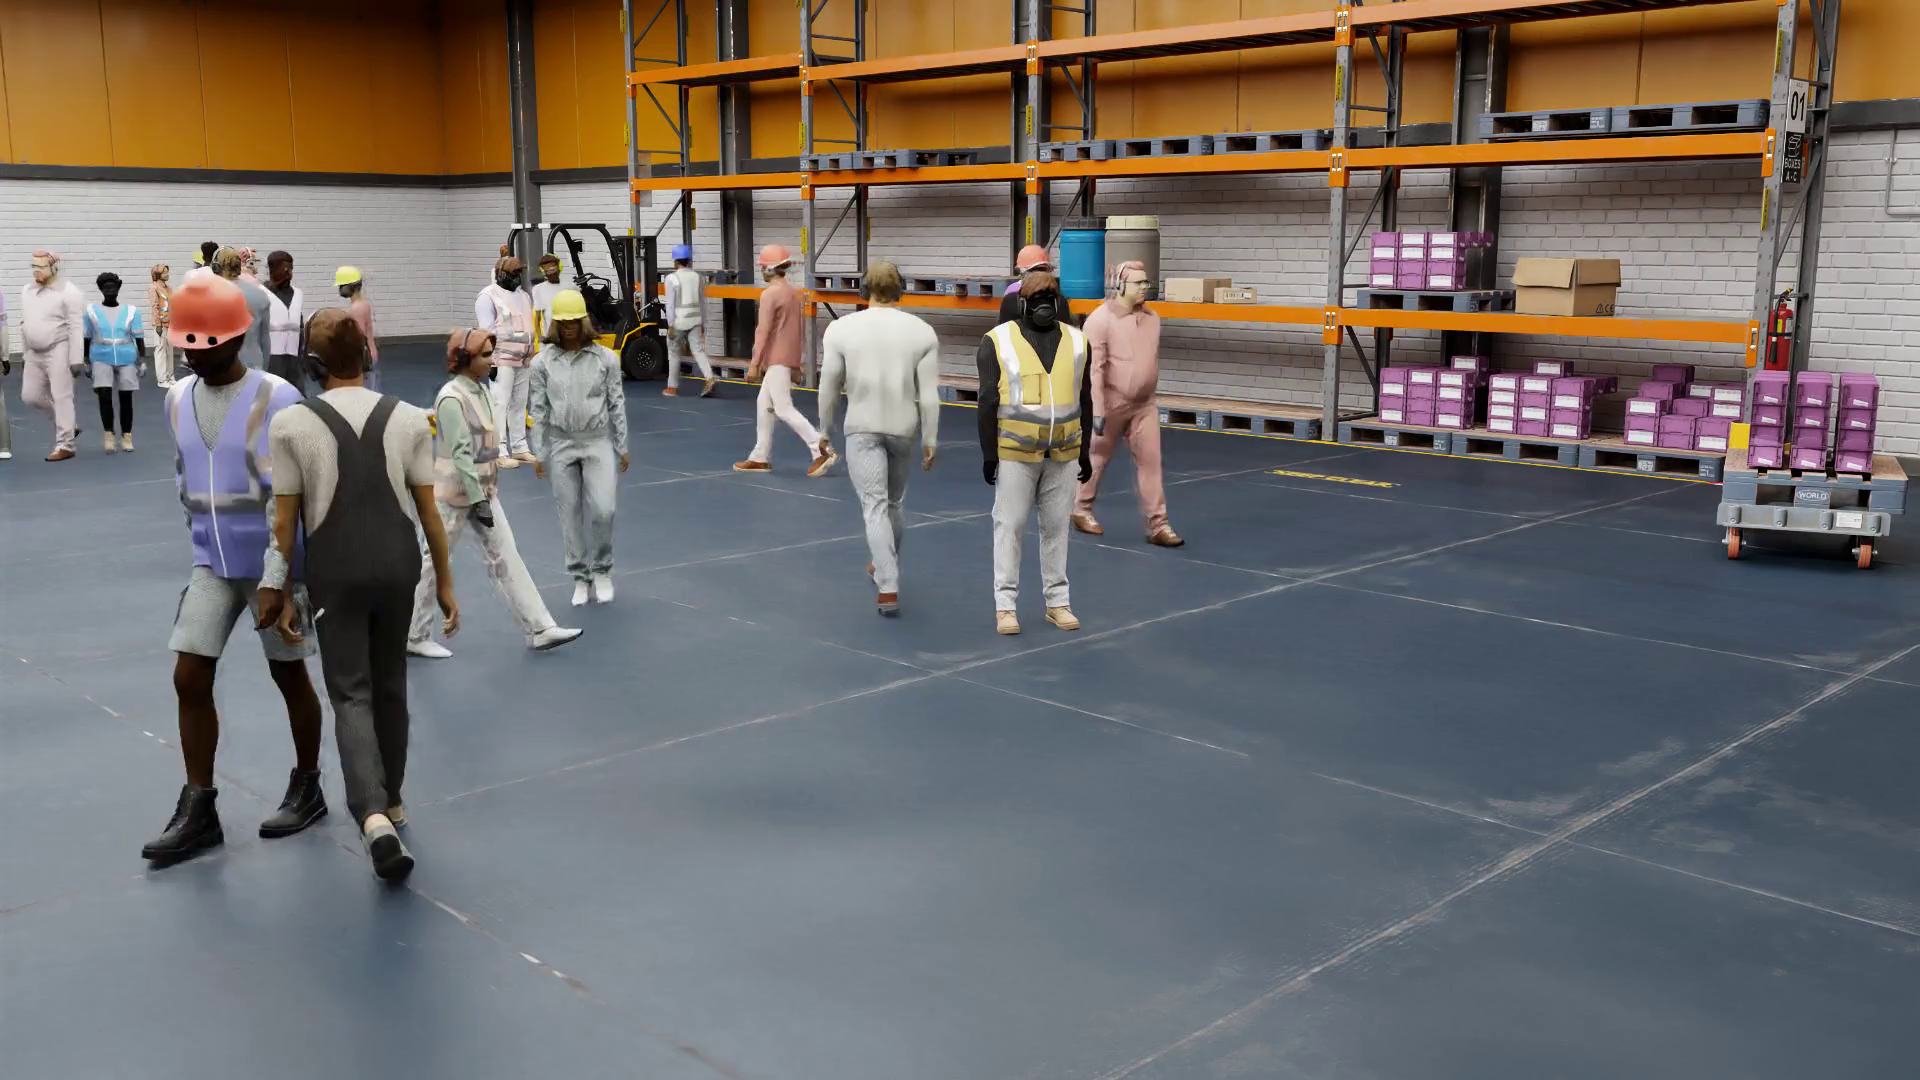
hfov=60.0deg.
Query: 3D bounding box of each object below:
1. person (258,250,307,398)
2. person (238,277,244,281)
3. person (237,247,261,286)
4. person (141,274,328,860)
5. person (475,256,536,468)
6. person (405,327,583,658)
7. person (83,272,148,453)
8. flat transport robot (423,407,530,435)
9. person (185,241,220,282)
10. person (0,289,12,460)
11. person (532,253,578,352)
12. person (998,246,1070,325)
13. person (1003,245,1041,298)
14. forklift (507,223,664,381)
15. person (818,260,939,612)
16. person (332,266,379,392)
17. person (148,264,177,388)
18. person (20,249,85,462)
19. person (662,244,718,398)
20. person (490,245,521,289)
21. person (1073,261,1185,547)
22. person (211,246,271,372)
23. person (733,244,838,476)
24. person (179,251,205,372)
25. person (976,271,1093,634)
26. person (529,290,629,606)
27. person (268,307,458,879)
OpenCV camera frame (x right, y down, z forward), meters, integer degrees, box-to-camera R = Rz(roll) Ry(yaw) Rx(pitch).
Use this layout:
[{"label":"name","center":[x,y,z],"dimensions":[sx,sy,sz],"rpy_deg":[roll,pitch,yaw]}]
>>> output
[{"label":"person","center":[-6.072,-1.614,14.733],"dimensions":[0.620,1.893,0.610],"rpy_deg":[4,11,23]},{"label":"person","center":[-6.707,-1.641,15.593],"dimensions":[0.312,1.638,0.512],"rpy_deg":[10,14,42]},{"label":"person","center":[-7.568,-2.170,17.774],"dimensions":[0.644,1.900,0.401],"rpy_deg":[9,13,39]},{"label":"person","center":[-2.377,0.102,5.394],"dimensions":[0.545,1.893,0.769],"rpy_deg":[2,11,13]},{"label":"person","center":[-3.938,-1.561,14.606],"dimensions":[0.429,1.842,0.622],"rpy_deg":[4,11,23]},{"label":"person","center":[-2.292,-0.206,7.896],"dimensions":[0.880,1.587,0.533],"rpy_deg":[1,10,6]},{"label":"person","center":[-7.825,-1.635,15.425],"dimensions":[0.549,1.676,0.573],"rpy_deg":[-7,12,-33]},{"label":"flat transport robot","center":[-5.111,-1.264,17.264],"dimensions":[1.431,0.197,0.652],"rpy_deg":[-10,14,-44]},{"label":"person","center":[-9.346,-2.758,20.838],"dimensions":[0.631,1.942,0.575],"rpy_deg":[-4,11,-22]},{"label":"person","center":[-8.810,-1.651,14.853],"dimensions":[0.584,1.928,0.372],"rpy_deg":[-10,14,-43]},{"label":"person","center":[-4.213,-2.105,17.608],"dimensions":[0.541,1.819,0.906],"rpy_deg":[-5,11,-24]},{"label":"person","center":[0.553,-1.356,13.233],"dimensions":[0.616,1.938,1.066],"rpy_deg":[-7,12,-33]},{"label":"person","center":[0.618,-1.680,14.993],"dimensions":[0.369,1.933,0.551],"rpy_deg":[-6,12,-31]},{"label":"forklift","center":[-5.316,-3.263,22.920],"dimensions":[2.313,2.155,1.214],"rpy_deg":[-10,14,-44]},{"label":"person","center":[-0.438,-0.578,9.141],"dimensions":[0.639,1.893,1.012],"rpy_deg":[-3,11,-18]},{"label":"person","center":[-5.503,-1.679,15.532],"dimensions":[0.714,1.734,0.546],"rpy_deg":[-2,11,-10]},{"label":"person","center":[-10.592,-2.844,22.135],"dimensions":[0.309,1.645,0.514],"rpy_deg":[0,10,-2]},{"label":"person","center":[-8.179,-1.663,14.997],"dimensions":[0.673,1.893,0.443],"rpy_deg":[3,11,16]},{"label":"person","center":[-3.392,-2.726,20.769],"dimensions":[0.617,1.918,0.934],"rpy_deg":[-10,14,-43]},{"label":"person","center":[-6.665,-3.397,24.535],"dimensions":[0.350,1.878,0.568],"rpy_deg":[5,12,26]},{"label":"person","center":[1.085,-0.903,10.983],"dimensions":[0.656,1.856,1.024],"rpy_deg":[-6,12,-32]},{"label":"person","center":[-5.648,-1.311,12.971],"dimensions":[0.372,1.940,0.627],"rpy_deg":[5,12,26]},{"label":"person","center":[-1.478,-1.508,14.013],"dimensions":[0.948,1.959,0.611],"rpy_deg":[2,11,12]},{"label":"person","center":[-11.201,-3.388,24.682],"dimensions":[0.598,1.800,0.850],"rpy_deg":[8,13,38]},{"label":"person","center":[0.398,-0.442,8.503],"dimensions":[0.626,1.844,0.429],"rpy_deg":[-3,11,-18]},{"label":"person","center":[-2.068,-0.486,9.030],"dimensions":[0.516,1.724,0.460],"rpy_deg":[-1,10,-7]},{"label":"person","center":[-1.898,0.157,5.369],"dimensions":[0.560,1.805,0.882],"rpy_deg":[-7,12,-33]}]
